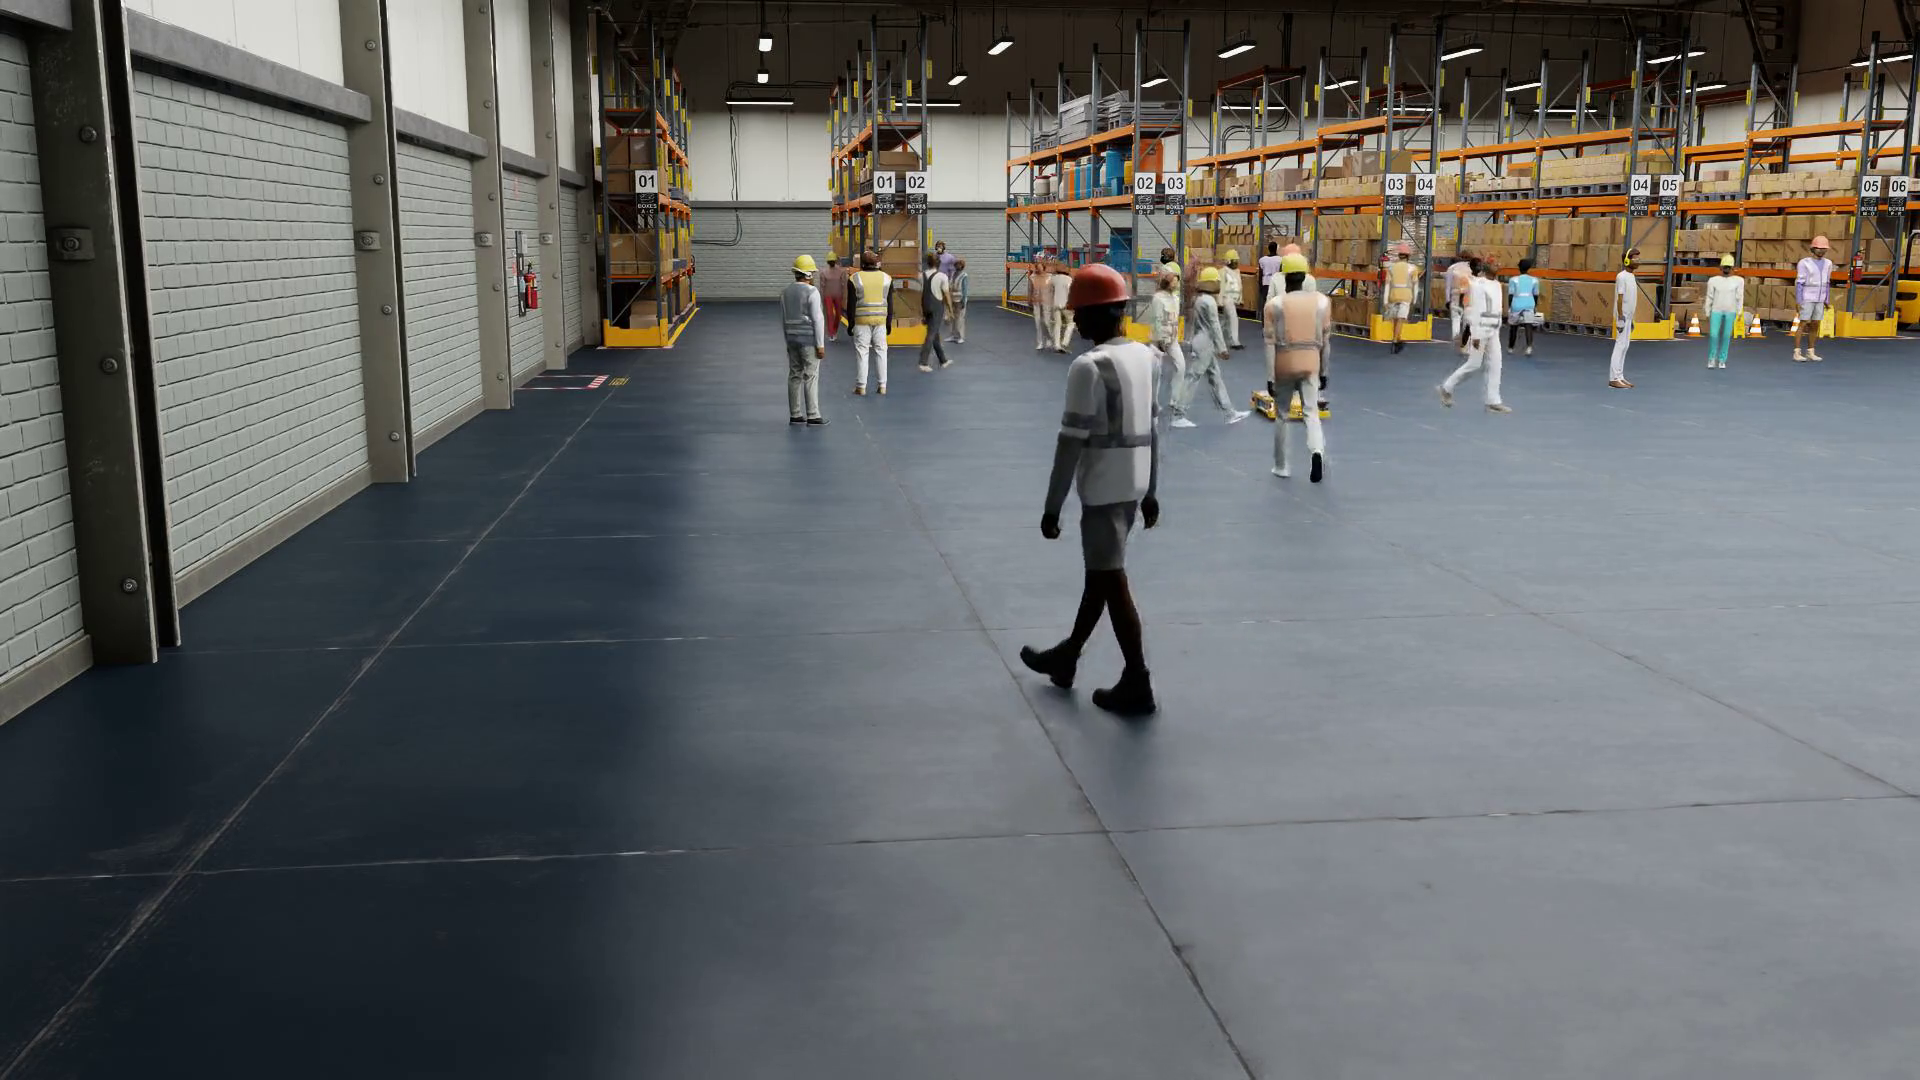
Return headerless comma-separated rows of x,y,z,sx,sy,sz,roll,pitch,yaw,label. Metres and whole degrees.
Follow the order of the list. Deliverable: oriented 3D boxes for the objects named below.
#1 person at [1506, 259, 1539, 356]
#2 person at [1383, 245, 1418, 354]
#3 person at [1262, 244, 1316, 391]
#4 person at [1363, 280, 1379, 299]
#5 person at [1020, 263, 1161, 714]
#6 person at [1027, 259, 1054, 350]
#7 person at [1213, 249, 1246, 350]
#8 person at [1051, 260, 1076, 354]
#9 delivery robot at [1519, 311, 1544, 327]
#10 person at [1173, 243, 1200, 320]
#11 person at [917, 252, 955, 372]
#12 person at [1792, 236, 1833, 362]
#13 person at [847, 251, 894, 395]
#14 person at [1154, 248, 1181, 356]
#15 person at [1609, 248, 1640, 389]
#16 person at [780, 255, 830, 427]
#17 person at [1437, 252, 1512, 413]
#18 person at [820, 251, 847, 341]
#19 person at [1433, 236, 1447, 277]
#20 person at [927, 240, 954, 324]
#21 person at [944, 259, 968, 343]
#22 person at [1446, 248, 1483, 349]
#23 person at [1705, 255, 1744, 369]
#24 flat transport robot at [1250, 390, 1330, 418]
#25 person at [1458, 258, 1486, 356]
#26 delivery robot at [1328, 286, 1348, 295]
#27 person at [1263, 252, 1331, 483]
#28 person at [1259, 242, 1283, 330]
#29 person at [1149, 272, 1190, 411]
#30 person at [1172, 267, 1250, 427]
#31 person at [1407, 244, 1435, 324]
9.625,-3.968,28.423,0.545,1.652,0.882,1,10,3,person
7.728,-4.207,29.117,0.538,1.874,1.038,7,12,33,person
4.049,-2.642,20.397,0.600,1.943,1.047,8,13,37,person
10.310,-6.491,41.295,0.612,1.997,0.375,2,10,10,person
0.538,-0.223,7.174,0.802,1.904,0.571,8,13,36,person
1.461,-4.228,29.887,0.554,1.621,0.364,4,11,20,person
4.808,-4.325,29.951,0.827,1.807,0.587,8,13,37,person
1.802,-4.029,28.808,0.522,1.618,0.425,10,14,42,person
12.161,-4.756,35.485,0.477,0.478,0.707,-1,10,-7,delivery robot
5.459,-6.219,40.175,0.662,1.853,0.991,0,10,0,person
-0.390,-3.435,25.128,0.513,1.794,1.016,8,13,36,person
13.868,-3.904,26.995,0.613,2.039,0.393,-2,11,-12,person
-1.168,-2.796,21.468,0.633,1.843,0.429,-4,11,-22,person
3.521,-4.053,28.363,0.429,1.844,0.625,5,11,25,person
8.968,-2.976,22.377,0.315,1.870,0.532,7,13,36,person
-1.657,-2.131,17.847,0.592,1.833,0.404,9,14,41,person
6.032,-2.420,19.375,0.576,1.861,0.845,-10,14,-43,person
-2.487,-4.764,32.516,0.528,1.743,0.659,-3,11,-14,person
13.343,-7.412,46.228,0.615,2.038,0.395,4,11,22,person
-0.457,-5.983,38.674,0.632,1.939,0.368,1,10,6,person
-0.046,-4.555,31.758,0.333,1.608,0.574,-9,13,-39,person
9.051,-4.321,29.880,0.631,1.822,0.744,3,11,15,person
11.715,-3.478,25.499,0.532,1.739,0.753,4,11,23,person
3.759,-1.562,19.009,0.652,0.197,1.431,0,10,1,flat transport robot
8.770,-3.934,28.158,0.557,1.660,0.793,-6,12,-31,person
11.314,-7.298,49.422,0.707,0.478,0.477,-2,10,-11,delivery robot
2.794,-1.420,13.767,0.591,1.903,0.829,0,10,-2,person
6.782,-5.522,36.194,0.591,1.922,0.392,6,12,30,person
2.432,-2.299,19.367,0.606,1.620,0.536,10,14,44,person
2.684,-2.044,17.749,0.901,1.698,0.493,0,10,-2,person
9.685,-5.295,35.078,0.638,1.891,1.040,-1,10,-6,person
